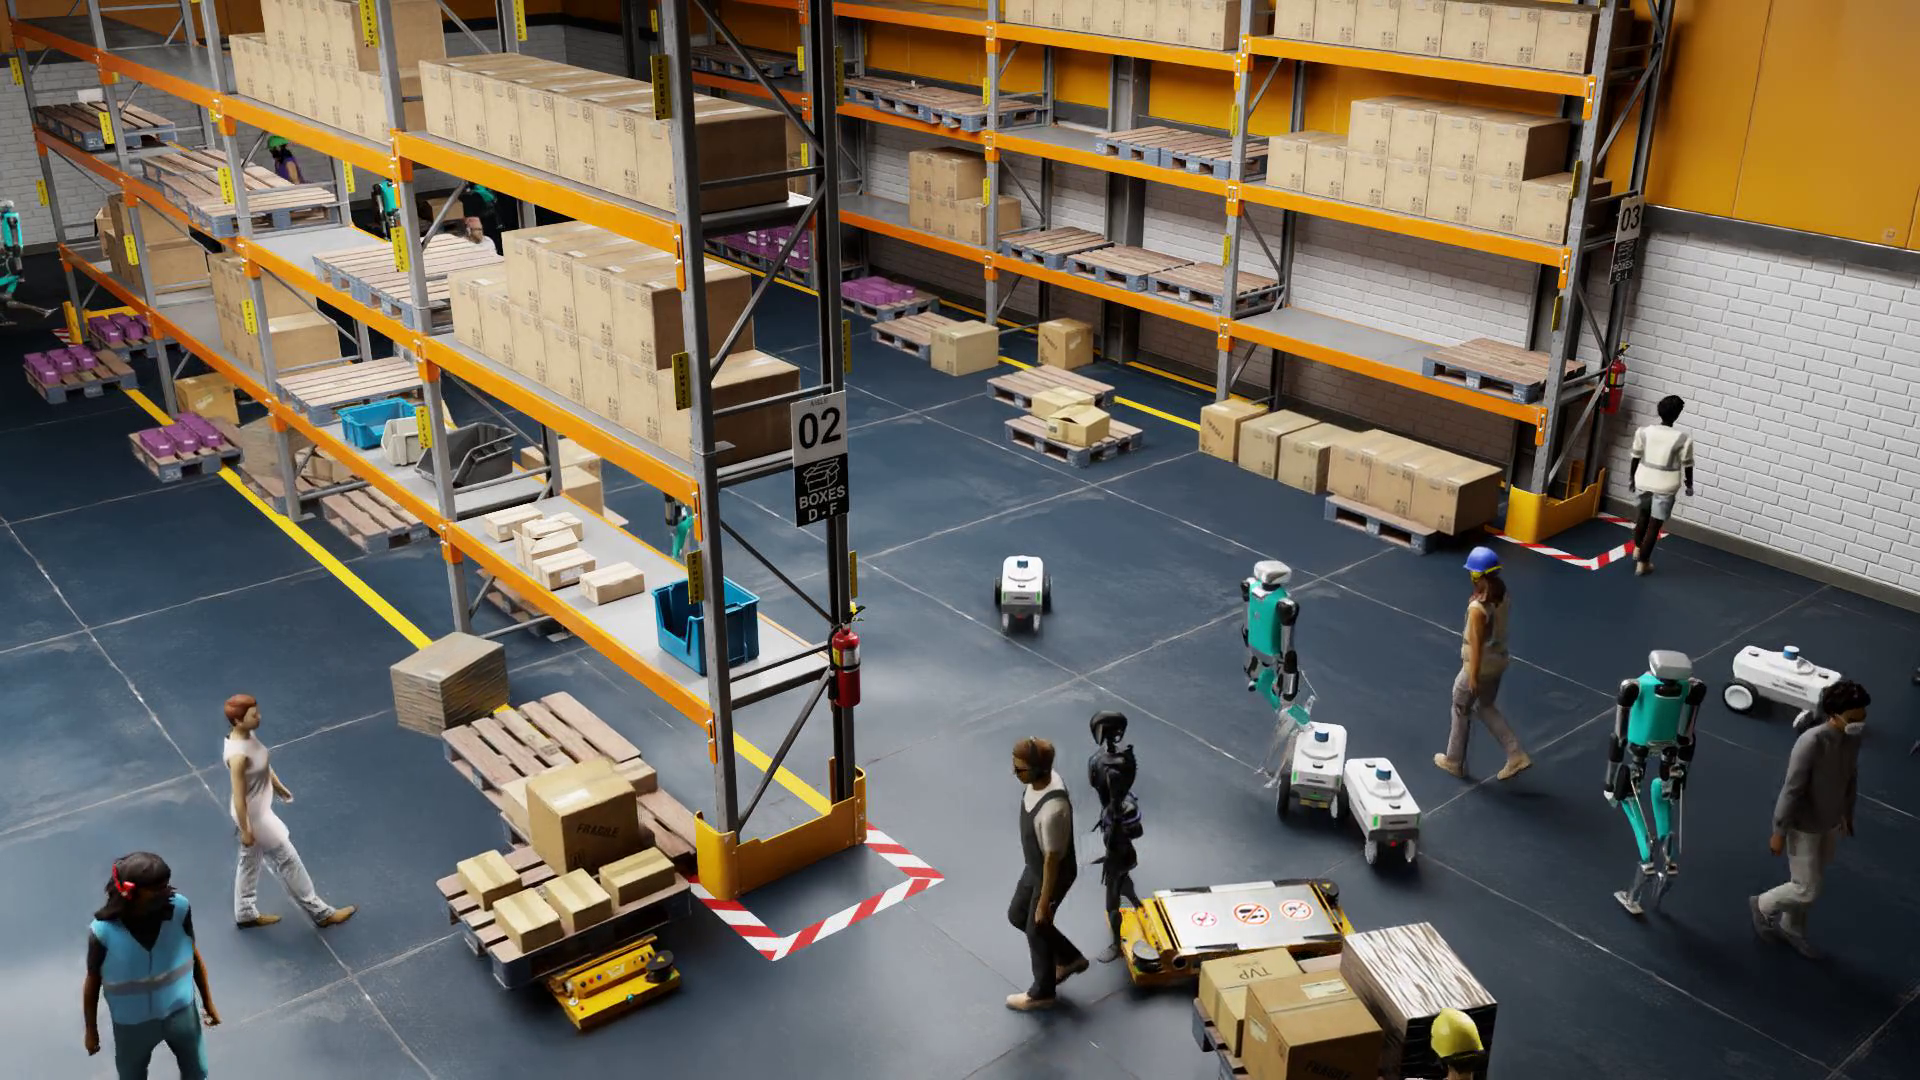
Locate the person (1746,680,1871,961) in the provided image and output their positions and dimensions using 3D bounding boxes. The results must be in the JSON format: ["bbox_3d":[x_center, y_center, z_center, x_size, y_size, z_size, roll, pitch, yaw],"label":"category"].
[{"bbox_3d":[5.031,1.656,9.771,0.641,1.885,0.457,-11,26,-24],"label":"person"}]

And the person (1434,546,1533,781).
[{"bbox_3d":[3.738,0.908,11.670,0.477,1.739,0.656,-18,29,-36],"label":"person"}]

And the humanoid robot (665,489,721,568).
[{"bbox_3d":[-2.405,-0.255,14.477,0.549,1.817,0.860,-16,28,-33],"label":"humanoid robot"}]

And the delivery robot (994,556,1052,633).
[{"bbox_3d":[0.536,0.426,14.303,0.499,0.601,0.802,1,23,3],"label":"delivery robot"}]

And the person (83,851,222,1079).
[{"bbox_3d":[-4.075,2.369,8.203,0.746,1.844,0.387,-16,28,-32],"label":"person"}]

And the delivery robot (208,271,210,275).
[{"bbox_3d":[-10.942,-3.605,23.607,0.768,0.576,0.499,-20,30,-38],"label":"delivery robot"}]

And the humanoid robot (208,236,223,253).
[{"bbox_3d":[-11.447,-5.025,25.515,0.615,1.646,0.406,13,26,27],"label":"humanoid robot"}]

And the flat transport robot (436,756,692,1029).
[{"bbox_3d":[-2.330,2.402,10.082,0.659,0.231,1.431,-17,29,-34],"label":"flat transport robot"}]

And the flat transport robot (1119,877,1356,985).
[{"bbox_3d":[1.691,2.380,10.133,1.431,0.231,0.659,-3,24,-8],"label":"flat transport robot"}]

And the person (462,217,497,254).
[{"bbox_3d":[-5.952,-3.129,20.882,0.975,1.855,0.661,12,26,27],"label":"person"}]

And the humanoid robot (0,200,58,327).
[{"bbox_3d":[-12.760,-3.648,22.235,1.038,1.726,0.550,-17,28,-34],"label":"humanoid robot"}]

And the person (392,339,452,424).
[{"bbox_3d":[-5.839,-1.864,18.124,0.564,1.727,0.615,-17,29,-34],"label":"person"}]

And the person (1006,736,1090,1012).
[{"bbox_3d":[0.475,1.876,9.342,0.445,1.822,0.553,-2,23,-5],"label":"person"}]

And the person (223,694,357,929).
[{"bbox_3d":[-4.145,1.646,10.109,0.780,1.632,0.446,-8,25,-19],"label":"person"}]

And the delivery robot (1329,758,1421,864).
[{"bbox_3d":[2.818,1.774,11.172,0.499,0.593,0.795,-2,23,-4],"label":"delivery robot"}]

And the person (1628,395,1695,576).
[{"bbox_3d":[6.375,-0.517,15.064,0.616,1.680,0.541,-20,30,-38],"label":"person"}]

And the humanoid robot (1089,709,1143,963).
[{"bbox_3d":[0.981,1.724,9.883,0.468,1.646,0.595,-1,23,-1],"label":"humanoid robot"}]

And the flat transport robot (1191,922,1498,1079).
[{"bbox_3d":[1.957,2.905,8.917,0.659,0.231,1.431,-6,24,-13],"label":"flat transport robot"}]

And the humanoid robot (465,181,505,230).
[{"bbox_3d":[-7.860,-5.908,27.509,1.067,1.709,0.534,11,26,24],"label":"humanoid robot"}]

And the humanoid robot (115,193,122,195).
[{"bbox_3d":[-11.526,-3.991,23.097,0.306,1.648,0.614,-13,27,-28],"label":"humanoid robot"}]

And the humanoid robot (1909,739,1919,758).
[{"bbox_3d":[6.539,1.323,10.810,0.584,1.648,0.406,5,24,12],"label":"humanoid robot"}]

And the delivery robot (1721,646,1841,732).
[{"bbox_3d":[6.282,1.098,12.759,0.780,0.609,0.523,21,31,39],"label":"delivery robot"}]

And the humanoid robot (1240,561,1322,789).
[{"bbox_3d":[2.286,0.968,11.608,0.662,1.839,0.535,-12,26,-25],"label":"humanoid robot"}]

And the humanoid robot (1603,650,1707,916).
[{"bbox_3d":[4.255,1.624,10.134,0.539,1.881,0.683,-2,23,-4],"label":"humanoid robot"}]

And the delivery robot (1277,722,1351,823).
[{"bbox_3d":[2.505,1.570,11.611,0.499,0.566,0.739,6,24,14],"label":"delivery robot"}]

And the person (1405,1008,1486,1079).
[{"bbox_3d":[2.128,2.839,7.220,0.565,1.753,0.437,12,26,25],"label":"person"}]

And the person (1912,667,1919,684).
[{"bbox_3d":[7.809,0.271,12.937,0.547,1.924,0.387,13,26,27],"label":"person"}]

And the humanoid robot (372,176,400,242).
[{"bbox_3d":[-8.031,-4.482,24.002,0.533,1.677,0.735,-19,30,-36],"label":"humanoid robot"}]

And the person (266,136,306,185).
[{"bbox_3d":[-10.550,-5.429,26.211,0.624,1.863,1.012,22,31,40],"label":"person"}]
